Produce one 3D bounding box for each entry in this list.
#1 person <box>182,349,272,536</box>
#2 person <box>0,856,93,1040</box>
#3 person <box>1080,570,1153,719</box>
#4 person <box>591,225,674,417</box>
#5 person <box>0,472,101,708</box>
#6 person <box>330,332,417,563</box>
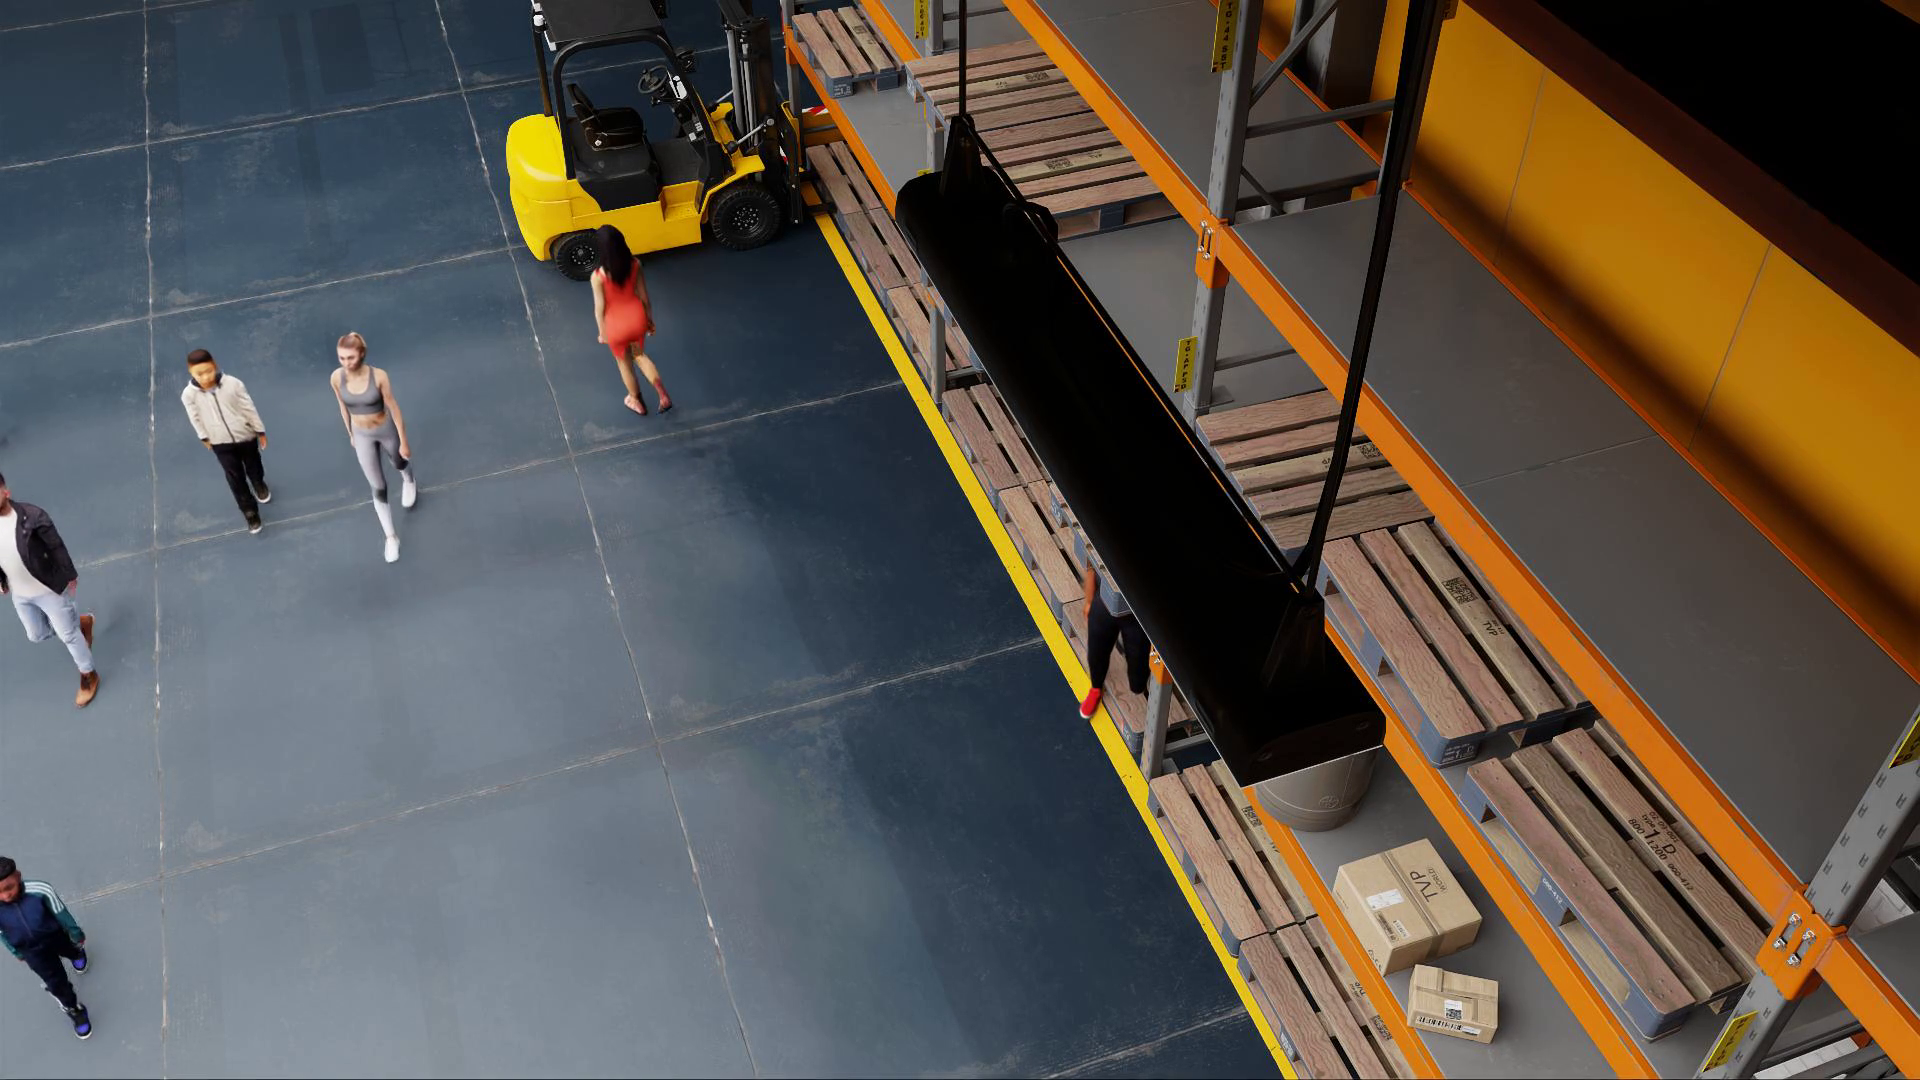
[{"bbox_3d":[-5.186,-0.799,11.825,0.685,1.422,0.930,-22,48,-22],"label":"person"},{"bbox_3d":[-4.936,2.082,8.938,0.616,1.234,0.917,-22,48,-22],"label":"person"},{"bbox_3d":[1.013,0.431,10.250,0.774,1.814,0.822,15,46,15],"label":"person"},{"bbox_3d":[-2.449,-1.554,12.411,0.764,1.707,0.884,-33,52,-29],"label":"person"},{"bbox_3d":[-5.773,0.221,10.462,0.834,1.825,0.954,1,44,1],"label":"person"},{"bbox_3d":[-4.042,-0.769,11.622,0.757,1.659,1.165,-4,44,-4],"label":"person"}]
